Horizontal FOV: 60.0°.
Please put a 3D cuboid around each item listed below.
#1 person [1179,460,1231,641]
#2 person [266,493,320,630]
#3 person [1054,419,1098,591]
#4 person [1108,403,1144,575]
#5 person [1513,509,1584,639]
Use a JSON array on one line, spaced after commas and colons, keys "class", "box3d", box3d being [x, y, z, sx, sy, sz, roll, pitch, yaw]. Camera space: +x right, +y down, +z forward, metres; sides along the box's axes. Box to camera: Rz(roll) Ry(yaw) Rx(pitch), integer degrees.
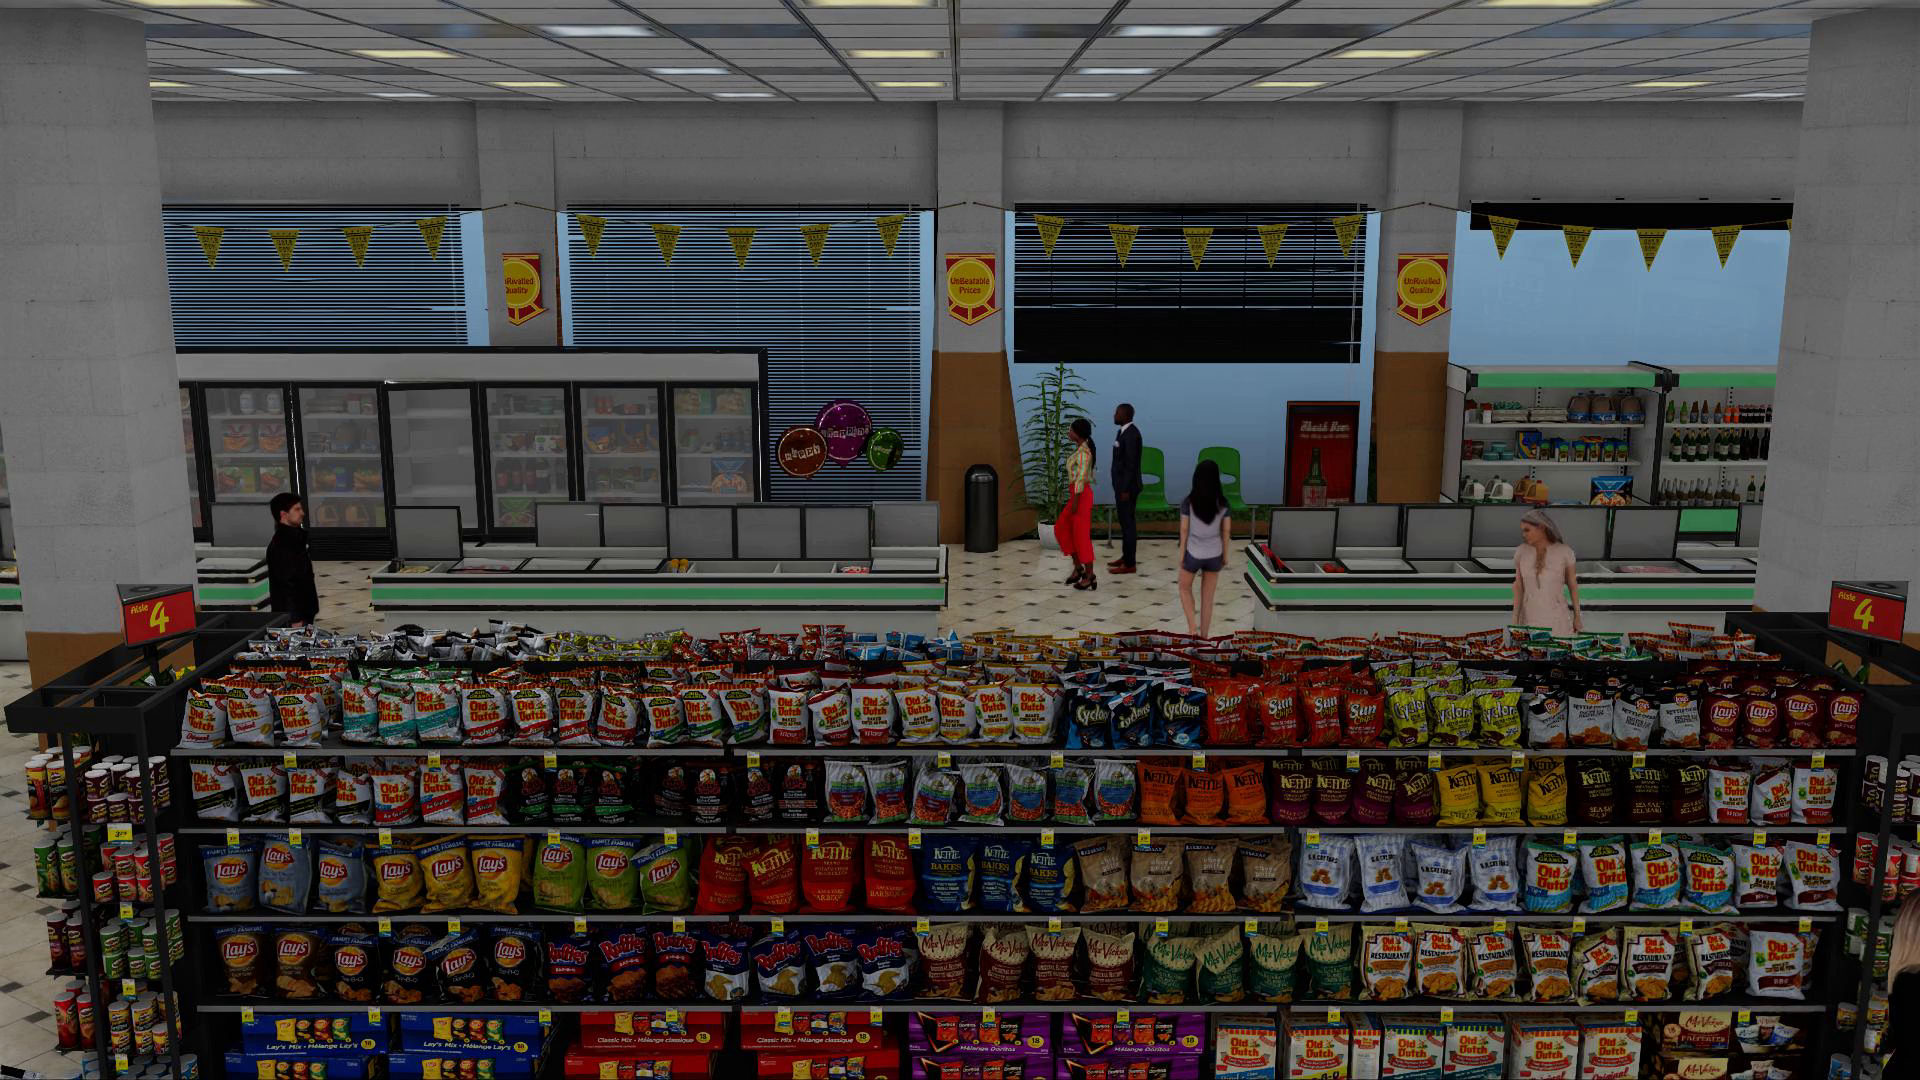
[{"class": "person", "box3d": [2.167, 0.151, 14.755, 0.538, 1.694, 0.682, -1, 12, -4]}, {"class": "person", "box3d": [-5.020, 0.553, 12.492, 0.711, 1.839, 0.793, -4, 13, -20]}, {"class": "person", "box3d": [1.319, -0.342, 16.895, 0.691, 1.777, 0.624, 1, 12, 4]}, {"class": "person", "box3d": [1.785, -0.564, 17.833, 0.590, 1.824, 0.705, 1, 12, 4]}, {"class": "person", "box3d": [4.445, 0.622, 12.495, 0.747, 1.703, 0.917, 3, 12, 15]}]
